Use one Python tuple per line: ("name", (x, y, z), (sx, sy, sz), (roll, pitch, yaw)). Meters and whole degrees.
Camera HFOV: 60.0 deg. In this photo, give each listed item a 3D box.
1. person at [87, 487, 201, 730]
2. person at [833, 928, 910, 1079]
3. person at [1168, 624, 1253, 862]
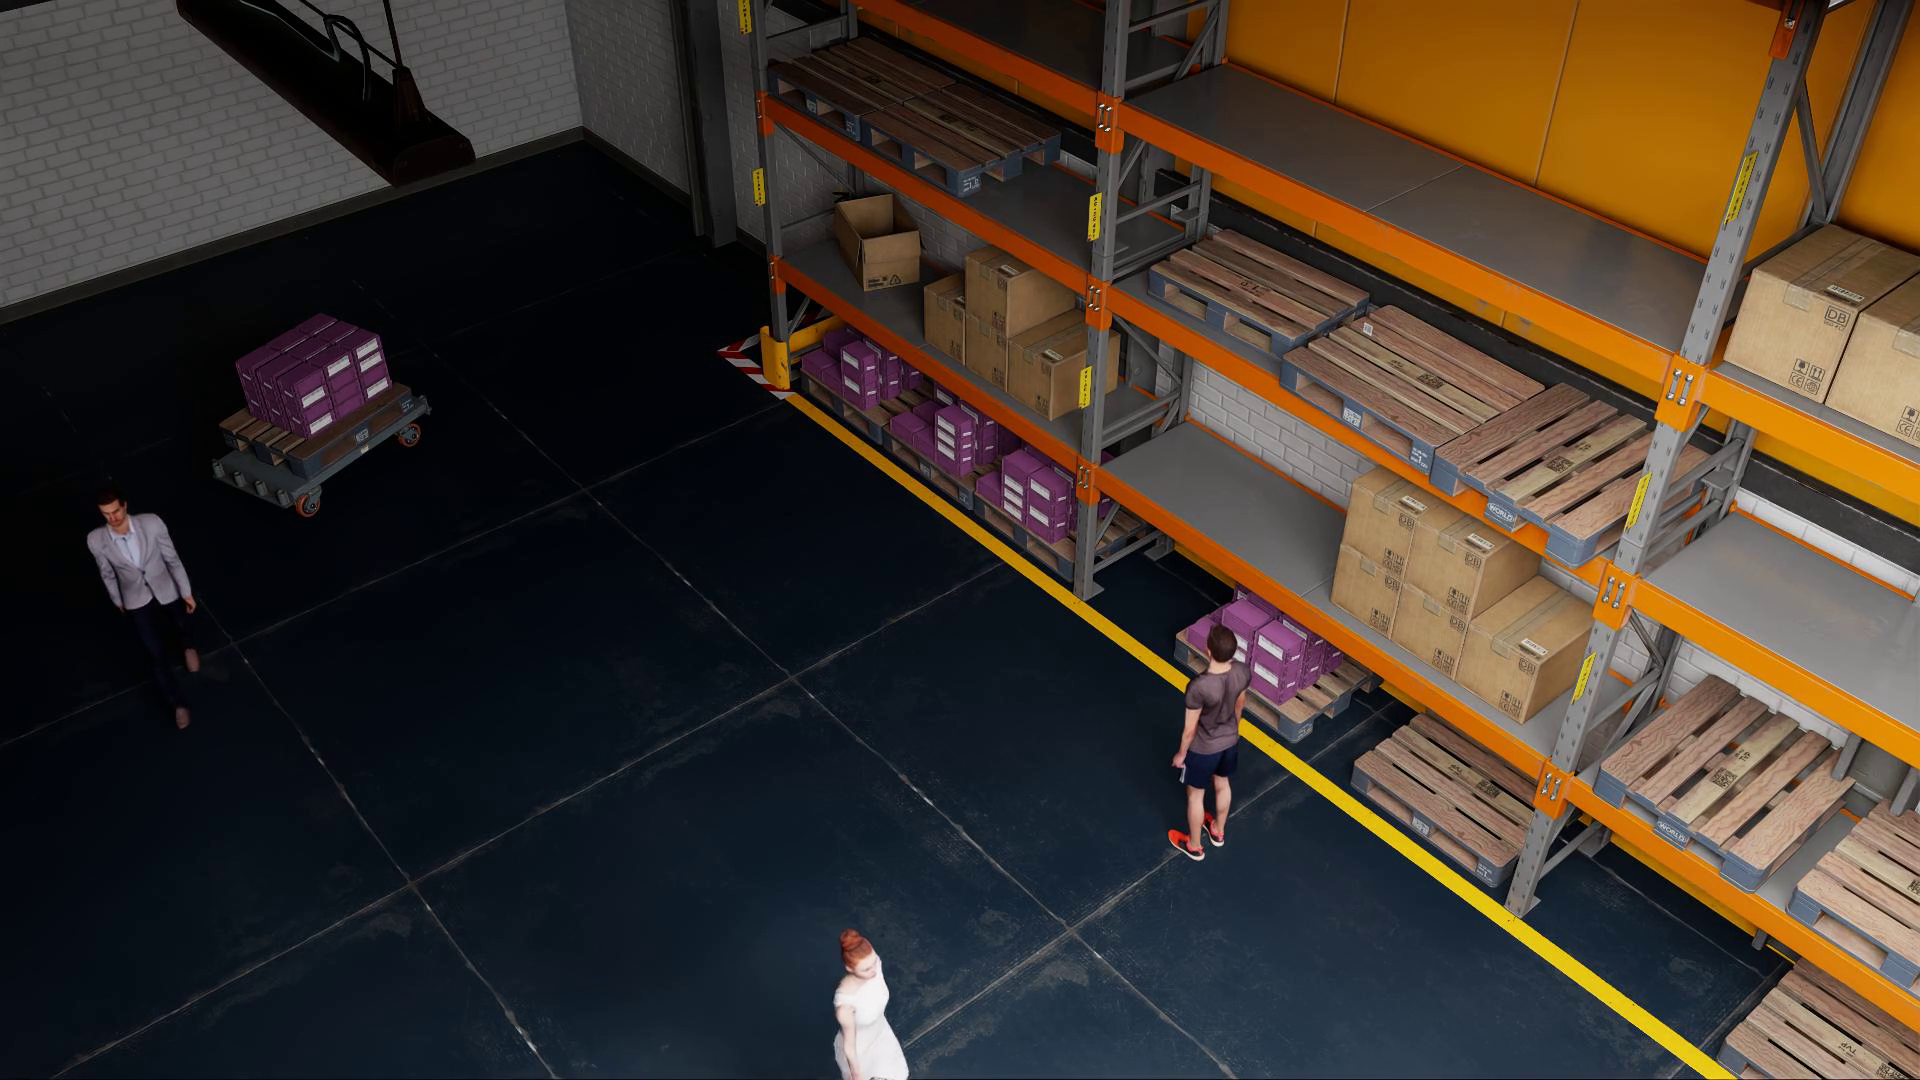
("person", (-5.632, 0.331, 11.617), (0.817, 1.800, 1.236), (-19, 42, -22))
("person", (-0.595, 2.617, 8.768), (0.738, 1.783, 0.699), (19, 42, 22))
("person", (1.571, 1.269, 10.401), (0.674, 1.852, 0.595), (-21, 43, -24))
